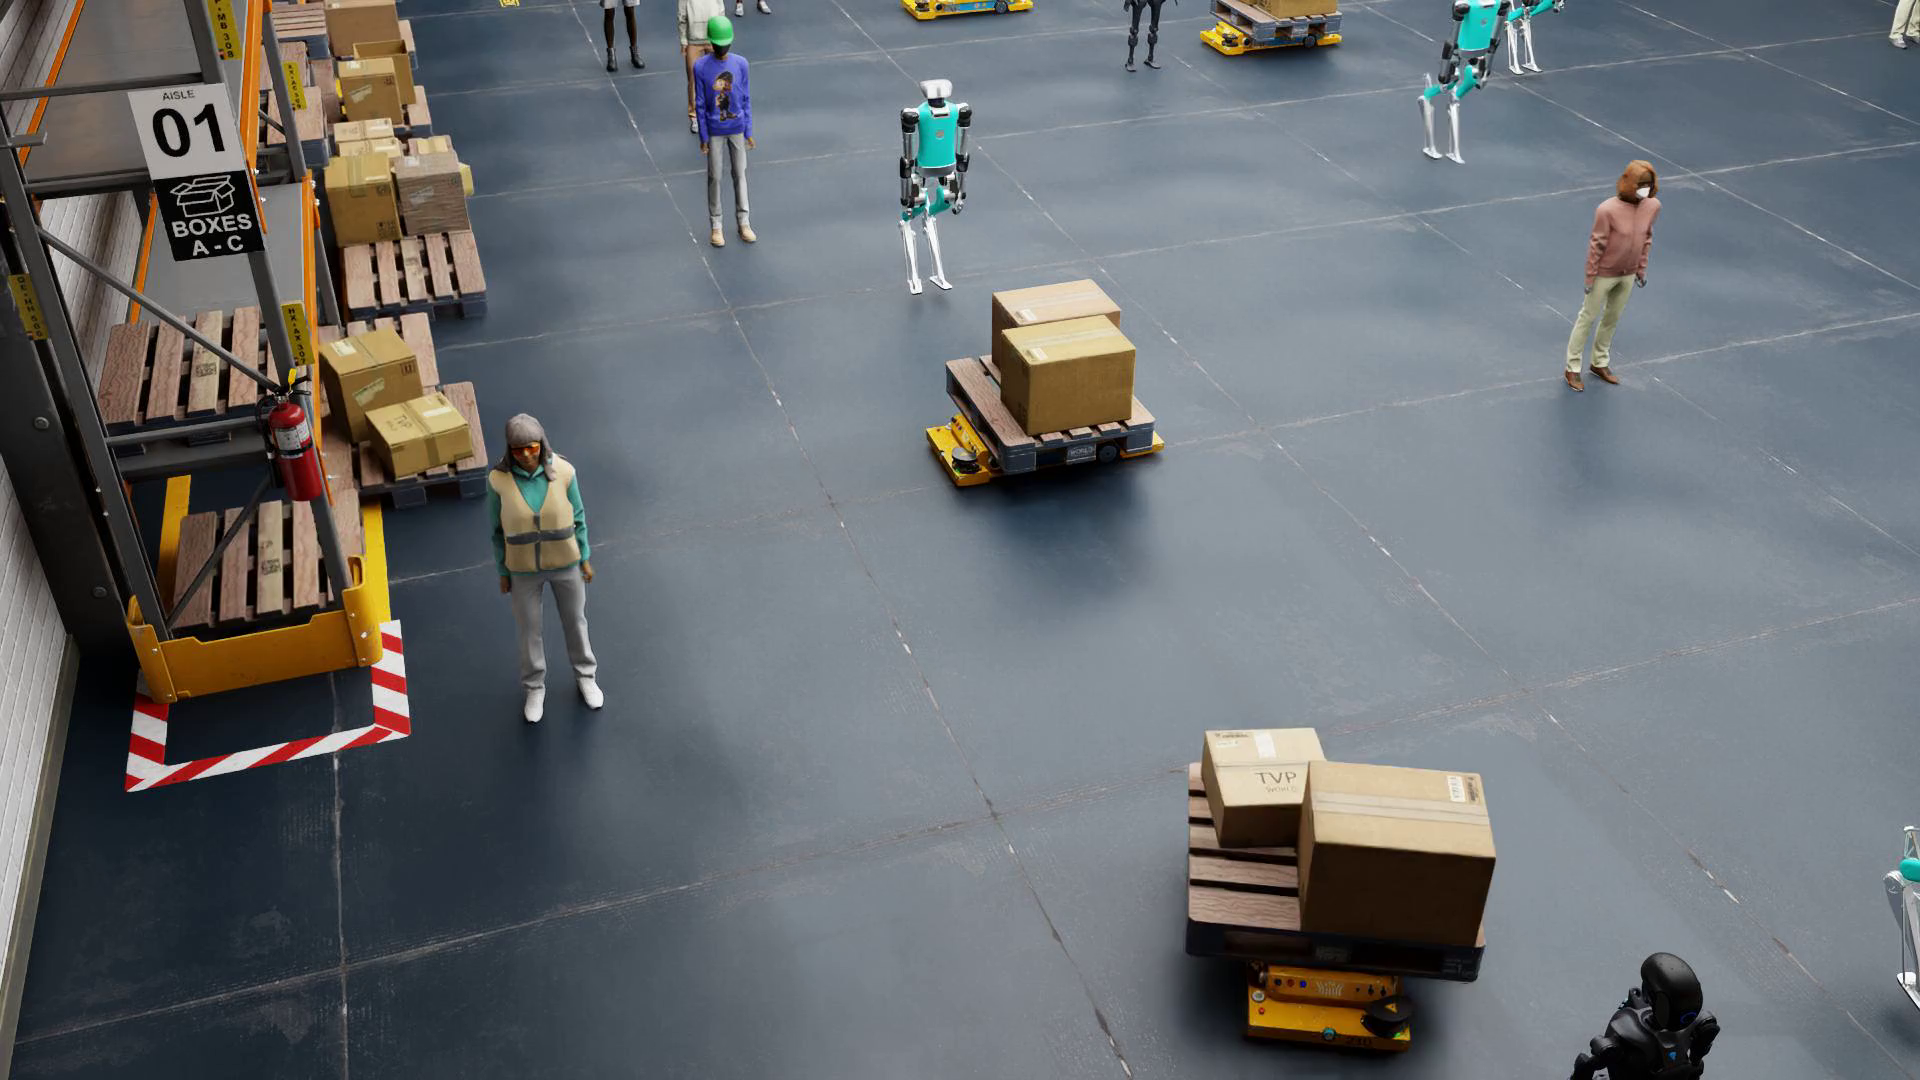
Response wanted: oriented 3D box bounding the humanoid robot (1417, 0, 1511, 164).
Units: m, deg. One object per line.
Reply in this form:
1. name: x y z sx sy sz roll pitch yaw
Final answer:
1. humanoid robot: 4.478 -4.281 15.065 0.537 1.744 0.800 -9 34 -14

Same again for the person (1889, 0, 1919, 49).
1. person: 10.578 -6.314 18.105 0.563 1.839 0.391 -10 35 -16

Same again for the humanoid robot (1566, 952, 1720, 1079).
1. humanoid robot: 2.179 1.980 5.520 0.599 1.657 0.315 -11 35 -16

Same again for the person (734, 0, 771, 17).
1. person: -2.457 -7.049 19.145 0.547 1.935 0.421 -10 35 -16

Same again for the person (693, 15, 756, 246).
1. person: -1.899 -3.311 13.476 0.459 1.869 0.349 -10 35 -16

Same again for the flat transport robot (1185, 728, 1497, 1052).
1. flat transport robot: 1.597 1.620 7.373 0.659 0.231 1.431 4 33 6

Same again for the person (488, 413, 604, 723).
1. person: -2.086 0.129 8.342 0.462 1.709 0.366 -10 35 -16

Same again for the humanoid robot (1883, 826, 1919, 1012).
1. humanoid robot: 4.103 1.155 6.620 0.533 1.677 0.735 -11 35 -16

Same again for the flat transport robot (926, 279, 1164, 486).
1. flat transport robot: 0.555 -0.695 10.925 1.431 0.231 0.659 -11 35 -16

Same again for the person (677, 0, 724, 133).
1. person: -2.441 -4.728 15.825 0.459 1.672 0.385 -10 35 -16

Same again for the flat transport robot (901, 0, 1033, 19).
1. flat transport robot: 0.082 -6.384 19.650 1.431 0.231 0.659 -11 35 -16

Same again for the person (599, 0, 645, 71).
1. person: -3.588 -5.906 17.391 0.541 1.938 0.354 -10 35 -16

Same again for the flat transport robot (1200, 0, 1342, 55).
1. flat transport robot: 3.463 -5.636 18.502 1.431 0.231 0.659 -11 35 -16

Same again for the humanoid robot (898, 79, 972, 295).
1. humanoid robot: -0.254 -2.711 12.550 0.533 1.677 0.735 -11 35 -16

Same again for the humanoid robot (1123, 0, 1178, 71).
1. humanoid robot: 1.992 -5.771 17.407 0.599 1.657 0.315 -11 35 -16

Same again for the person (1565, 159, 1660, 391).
1. person: 4.482 -1.813 11.387 0.496 1.633 0.287 -10 35 -16

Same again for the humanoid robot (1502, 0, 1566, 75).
1. humanoid robot: 5.915 -5.669 17.092 0.533 1.671 0.735 -11 35 -16
